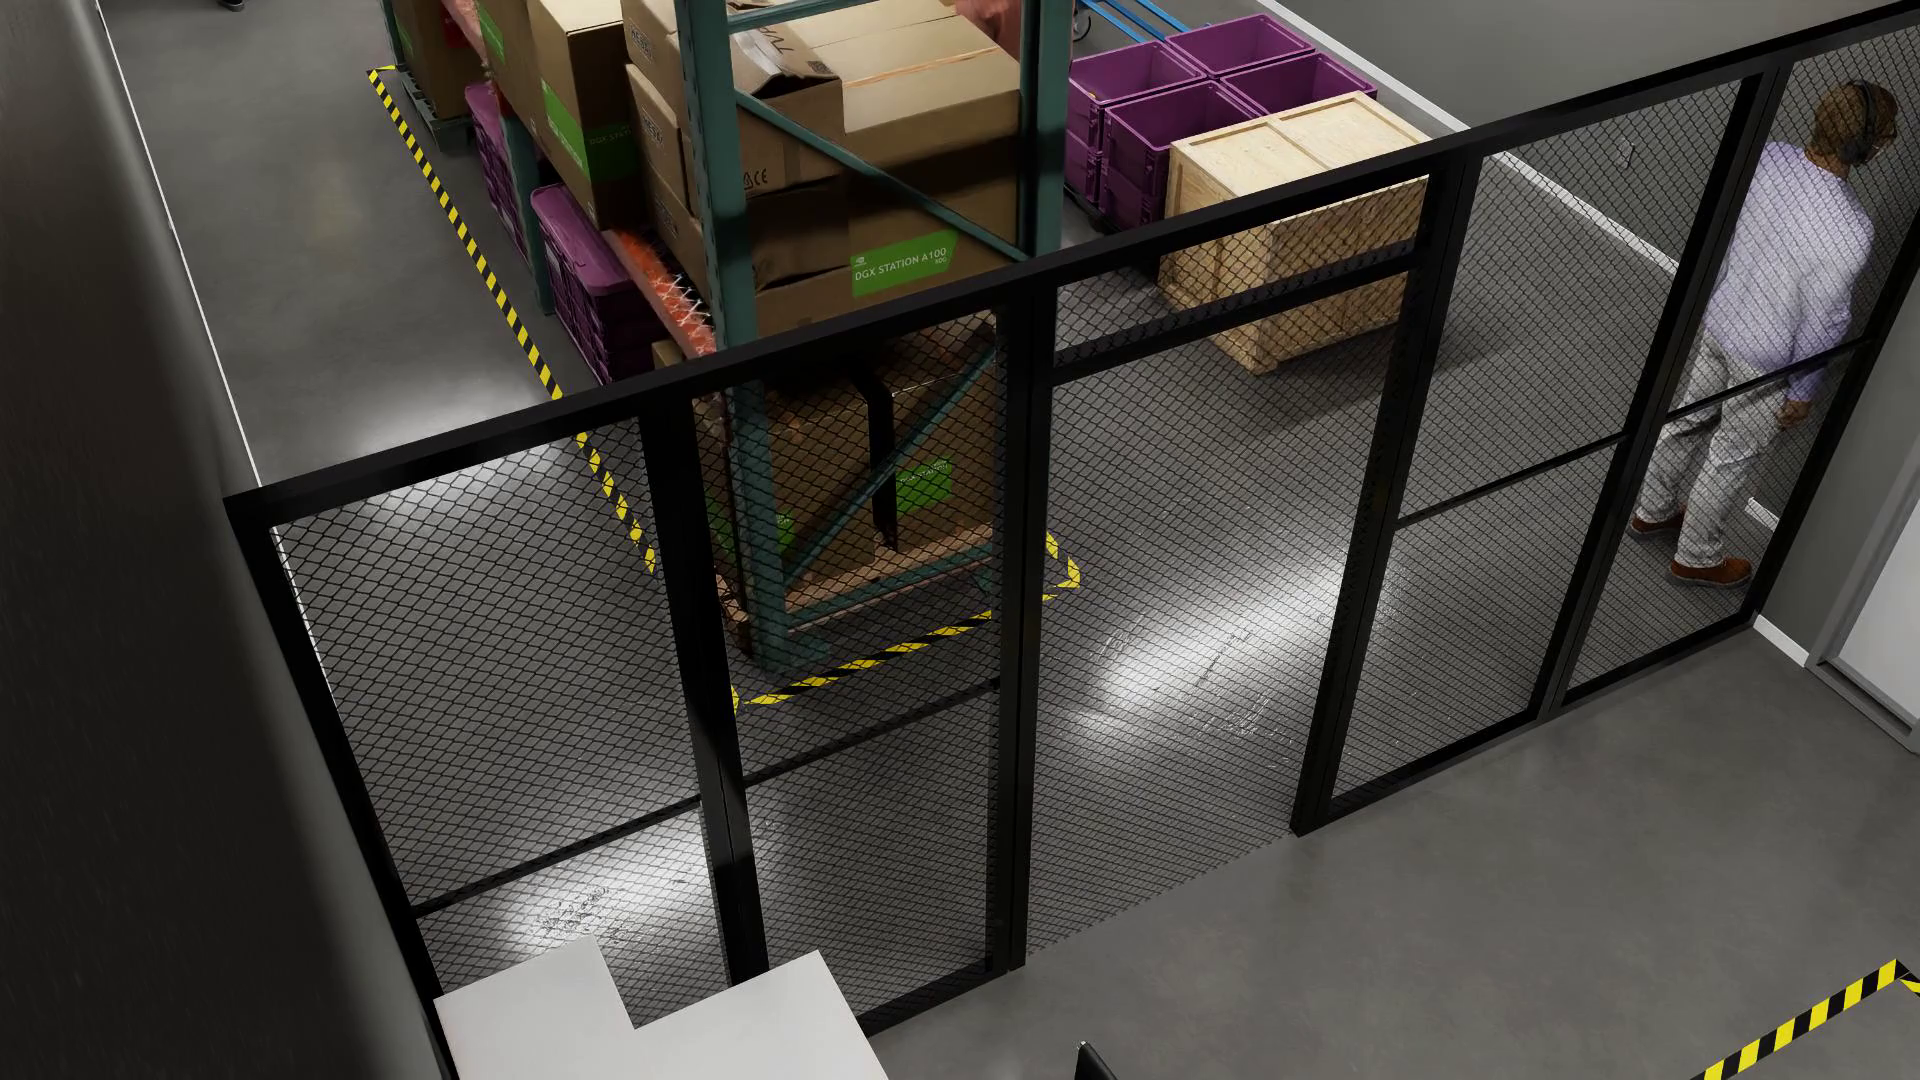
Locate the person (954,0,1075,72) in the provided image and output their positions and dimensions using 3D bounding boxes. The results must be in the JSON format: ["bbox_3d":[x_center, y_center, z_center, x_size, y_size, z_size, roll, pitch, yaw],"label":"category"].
[{"bbox_3d":[0.201,-1.809,6.885,0.612,1.992,0.401,-30,50,-29],"label":"person"}]

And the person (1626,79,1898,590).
[{"bbox_3d":[2.730,-0.666,5.674,0.368,1.939,0.633,-8,43,-9],"label":"person"}]

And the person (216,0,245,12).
[{"bbox_3d":[-4.202,-3.893,9.282,0.590,1.831,0.404,-26,48,-25],"label":"person"}]
